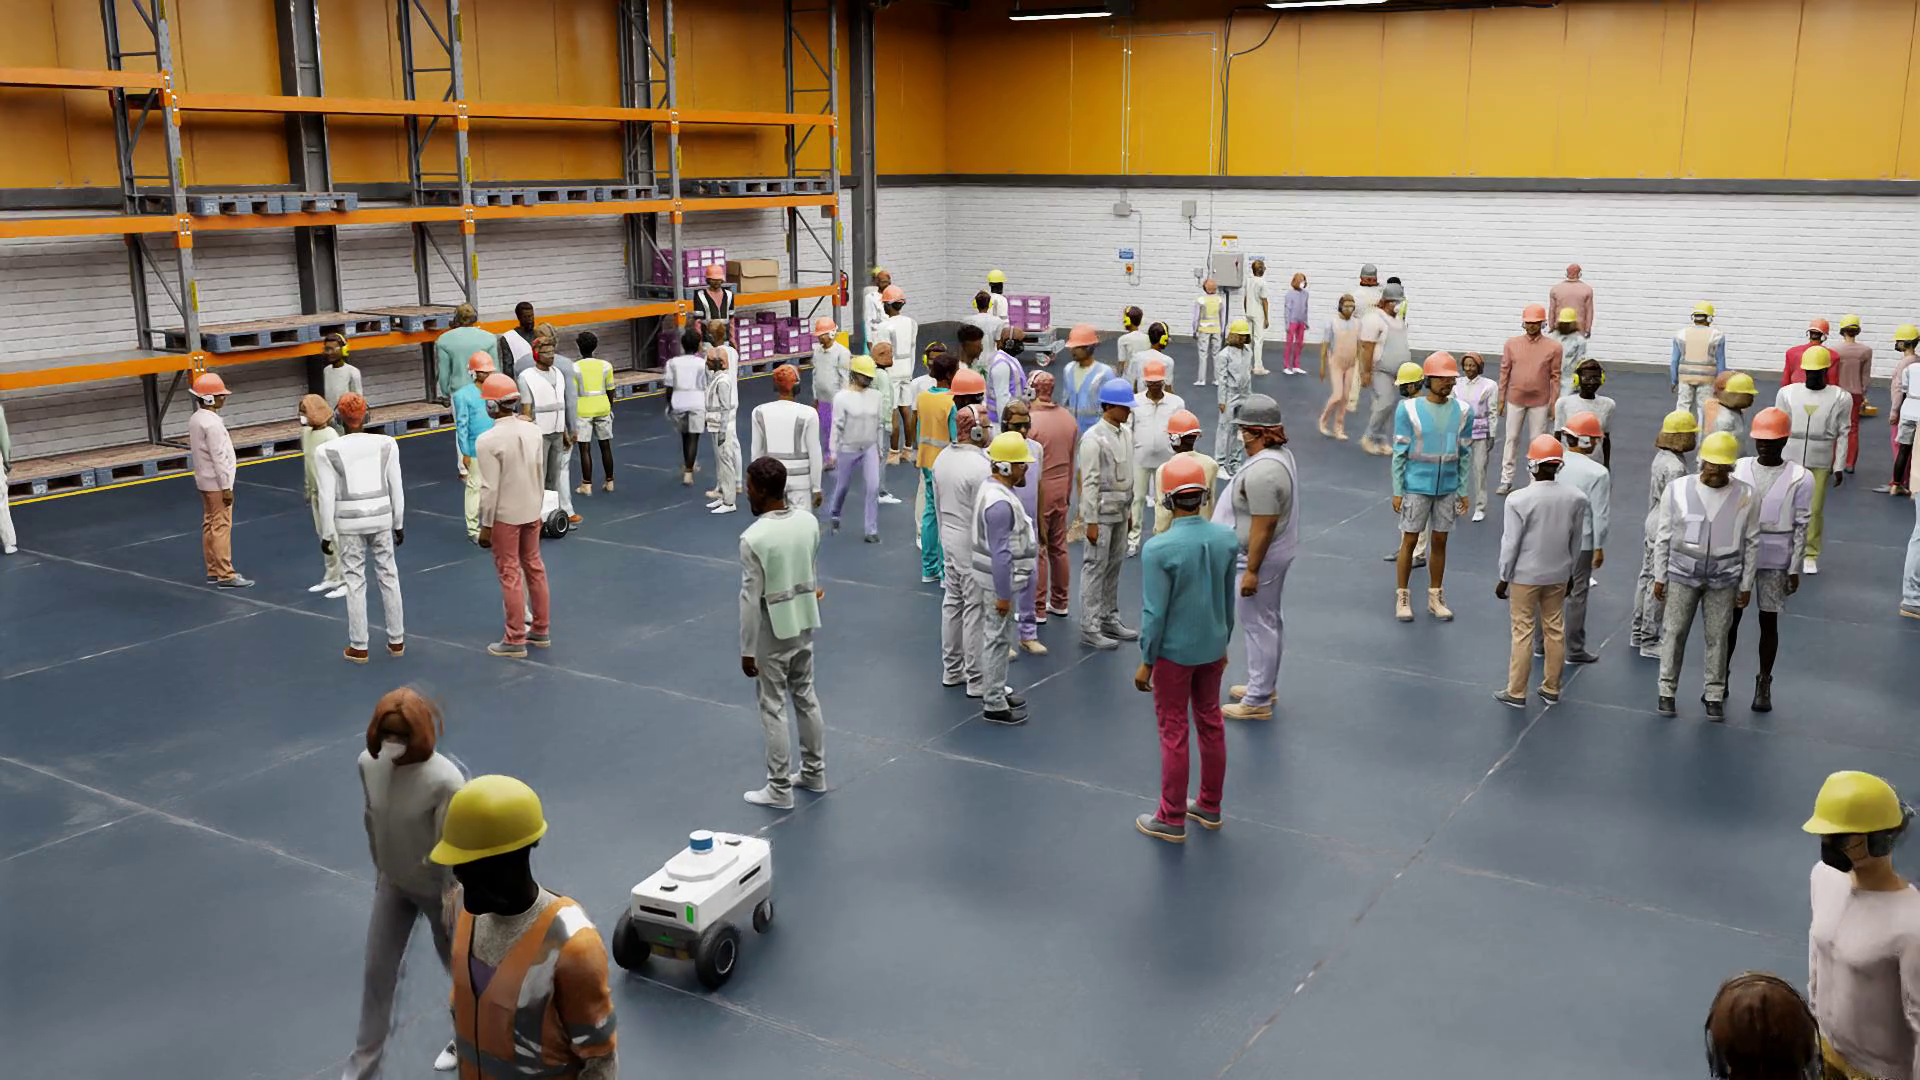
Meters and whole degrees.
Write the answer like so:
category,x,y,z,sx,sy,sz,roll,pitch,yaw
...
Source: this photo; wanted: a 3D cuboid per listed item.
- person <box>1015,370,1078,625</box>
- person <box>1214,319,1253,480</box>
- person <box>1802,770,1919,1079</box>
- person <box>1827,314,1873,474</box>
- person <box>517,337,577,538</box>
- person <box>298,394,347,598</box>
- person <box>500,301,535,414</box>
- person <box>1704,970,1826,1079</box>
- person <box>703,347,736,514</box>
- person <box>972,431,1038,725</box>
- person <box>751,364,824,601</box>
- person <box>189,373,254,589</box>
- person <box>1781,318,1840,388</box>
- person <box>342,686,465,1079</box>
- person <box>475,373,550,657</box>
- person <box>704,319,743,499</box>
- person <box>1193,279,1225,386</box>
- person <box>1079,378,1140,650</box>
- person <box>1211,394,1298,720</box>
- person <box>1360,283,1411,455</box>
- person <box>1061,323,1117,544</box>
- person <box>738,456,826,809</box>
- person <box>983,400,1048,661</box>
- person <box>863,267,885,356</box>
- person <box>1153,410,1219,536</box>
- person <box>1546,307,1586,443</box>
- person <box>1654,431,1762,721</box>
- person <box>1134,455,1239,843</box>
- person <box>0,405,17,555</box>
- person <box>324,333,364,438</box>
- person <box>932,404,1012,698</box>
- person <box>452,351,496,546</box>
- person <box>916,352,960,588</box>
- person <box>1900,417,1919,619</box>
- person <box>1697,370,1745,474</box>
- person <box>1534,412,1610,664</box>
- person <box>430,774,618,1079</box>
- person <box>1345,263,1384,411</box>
category,x,y,z,sx,sy,sz,roll,pitch,yaw
person,0.595,-0.322,12.497,0.401,1.906,0.649,11,17,41
person,3.012,-1.534,18.110,0.492,1.742,0.319,-10,16,-36
person,2.725,1.515,4.905,0.592,1.735,0.553,-2,13,-7
person,9.756,-1.607,18.381,0.533,1.765,0.324,0,13,-1
person,-3.840,-0.962,15.403,0.389,1.847,0.566,6,14,24
person,-5.069,-0.354,13.256,0.495,1.625,0.279,13,18,43
person,-4.750,-1.655,18.254,0.392,1.920,0.589,9,16,36
person,1.600,1.811,3.487,0.568,1.796,0.649,-13,18,-43
person,-2.360,-1.082,16.379,0.306,1.639,0.522,-4,13,-15
person,0.276,0.233,10.271,0.403,1.827,0.588,0,13,-1
person,-1.343,-0.432,13.027,0.575,1.882,0.361,4,14,18
person,-6.032,-0.482,13.525,0.330,1.751,0.563,-11,17,-39
person,9.298,-1.556,18.215,0.574,1.740,0.348,10,16,36
person,-2.030,1.310,6.081,0.519,1.587,0.843,6,14,23
person,-3.153,-0.173,11.654,0.394,1.995,0.612,7,15,27
person,-2.441,-1.335,17.032,0.326,1.841,0.514,6,14,23
person,3.812,-3.167,25.441,0.518,1.633,0.314,-3,13,-14
person,1.067,-0.190,11.857,0.414,1.939,0.606,9,16,33
person,1.821,0.098,10.380,0.536,2.000,0.683,5,14,20
person,5.014,-1.997,19.468,0.716,2.000,0.536,-12,18,-42
person,1.247,-0.989,15.180,0.925,2.012,0.621,-9,16,-36
person,-0.955,0.499,8.939,0.389,1.910,0.598,8,15,32
person,0.374,-0.066,11.560,0.519,1.833,0.354,-8,15,-32
person,-1.345,-3.559,26.936,0.523,1.726,0.898,4,14,17
person,1.535,-0.035,11.584,0.571,1.751,0.329,-11,17,-40
person,7.175,-1.917,19.802,0.501,1.720,0.517,9,16,34
person,4.620,0.220,10.329,0.592,1.825,0.403,5,14,20
person,1.142,0.557,8.499,0.613,1.991,0.391,-9,16,-33
person,-8.552,-0.650,14.500,0.514,1.642,0.310,-9,16,-35
person,-5.762,-1.009,15.560,0.513,1.870,0.331,8,15,32
person,0.088,0.068,10.804,0.407,1.910,0.639,-7,15,-29
person,-4.297,-0.838,15.067,0.334,1.753,0.562,9,16,33
person,-0.140,-0.567,13.534,0.389,1.919,0.592,-9,16,-35
person,7.412,-0.395,12.624,0.379,1.993,0.612,8,15,32
person,6.683,-0.679,14.651,0.309,1.634,0.527,-3,13,-14
person,4.238,-0.020,11.527,0.340,1.748,0.563,-9,16,-34
person,-1.158,1.530,4.416,0.592,1.925,0.385,10,17,38
person,5.575,-2.792,22.916,0.678,2.000,0.537,-1,13,-4
